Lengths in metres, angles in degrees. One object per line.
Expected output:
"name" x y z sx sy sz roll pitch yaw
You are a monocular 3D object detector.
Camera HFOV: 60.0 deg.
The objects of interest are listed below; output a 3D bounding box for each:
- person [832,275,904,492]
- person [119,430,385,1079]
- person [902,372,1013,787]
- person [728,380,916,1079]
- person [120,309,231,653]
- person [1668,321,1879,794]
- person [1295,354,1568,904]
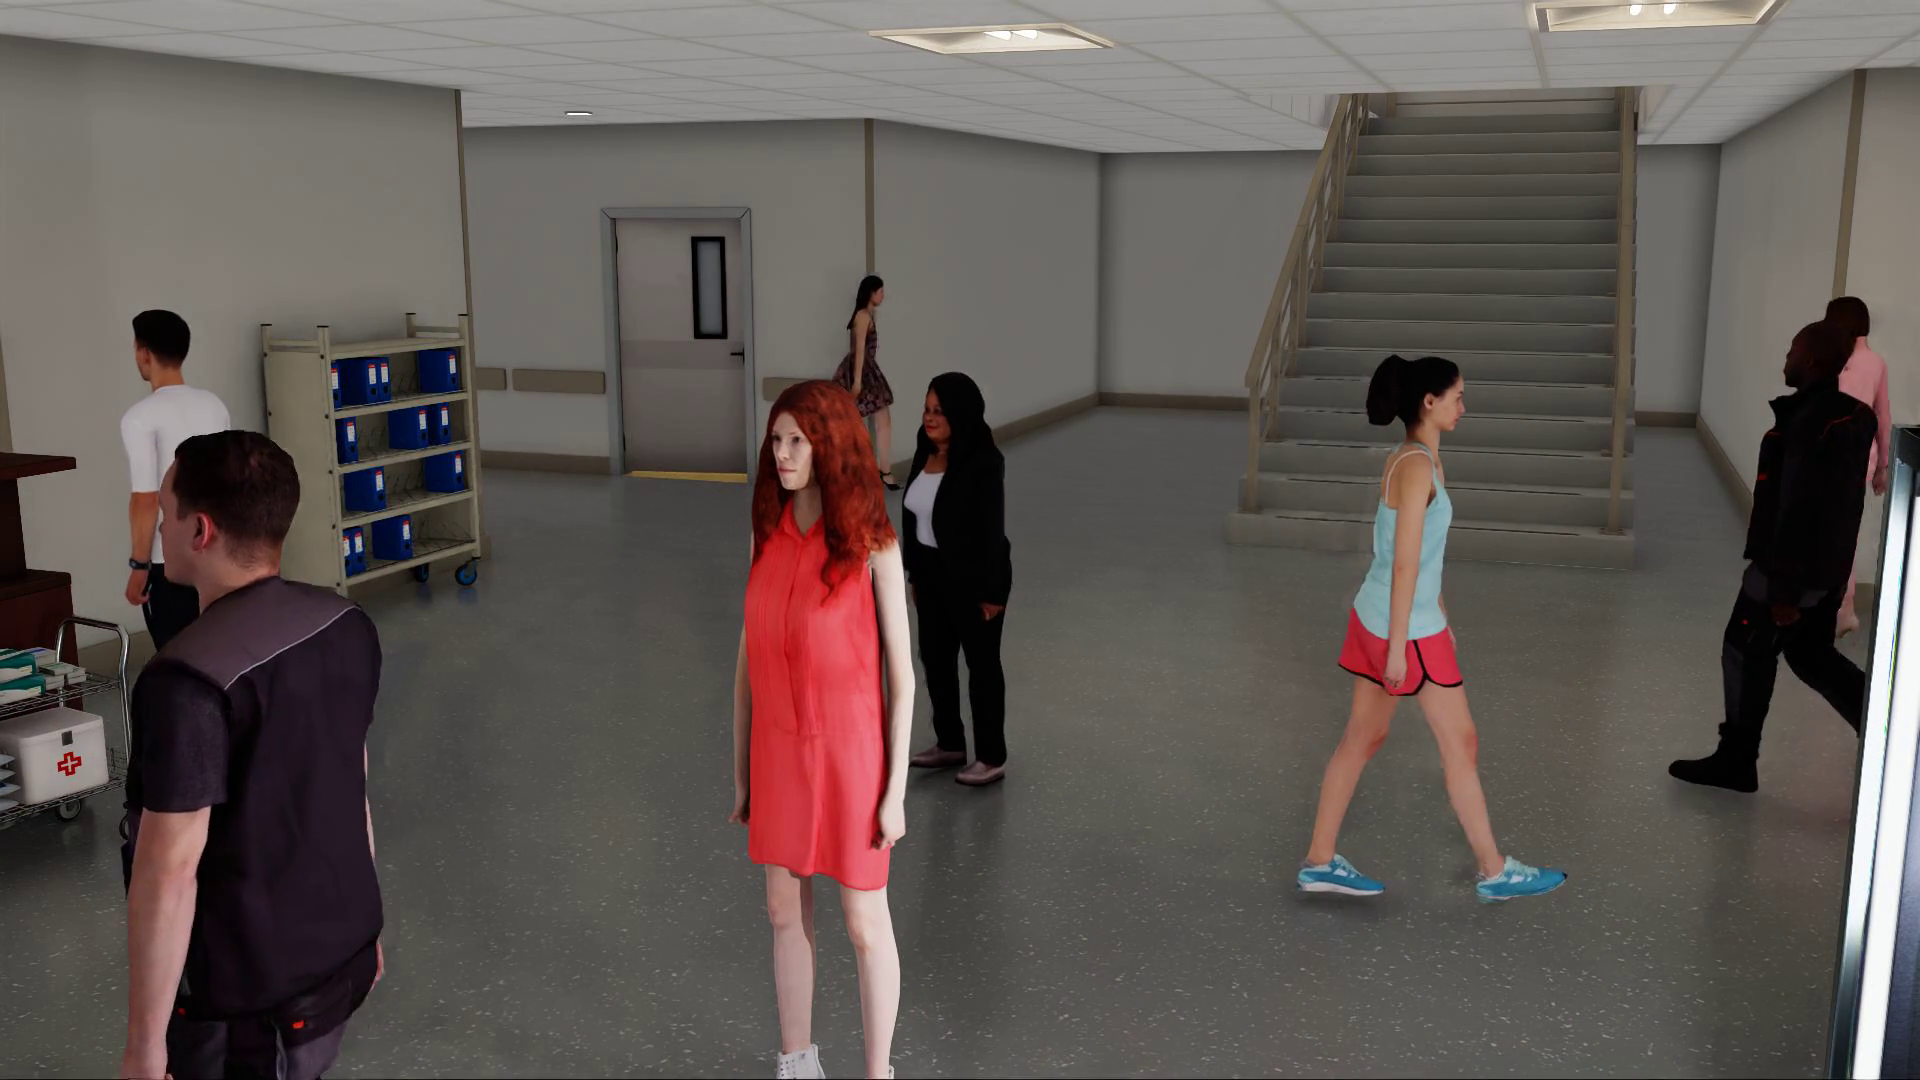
"person" -0.881 -1.226 13.374 0.917 1.737 0.895 -1 11 -4
"person" -1.056 0.748 2.748 0.999 1.820 1.118 0 11 2
"person" 0.016 0.145 6.487 0.743 1.612 0.764 10 15 44
"person" -0.310 0.544 3.805 0.641 1.827 0.565 6 12 30
"person" -2.960 0.049 6.353 0.751 1.850 0.502 3 11 15
"person" 3.189 0.126 6.095 1.204 1.795 1.099 -10 15 -42
"person" 1.306 0.312 5.277 0.815 1.734 1.049 2 11 9
